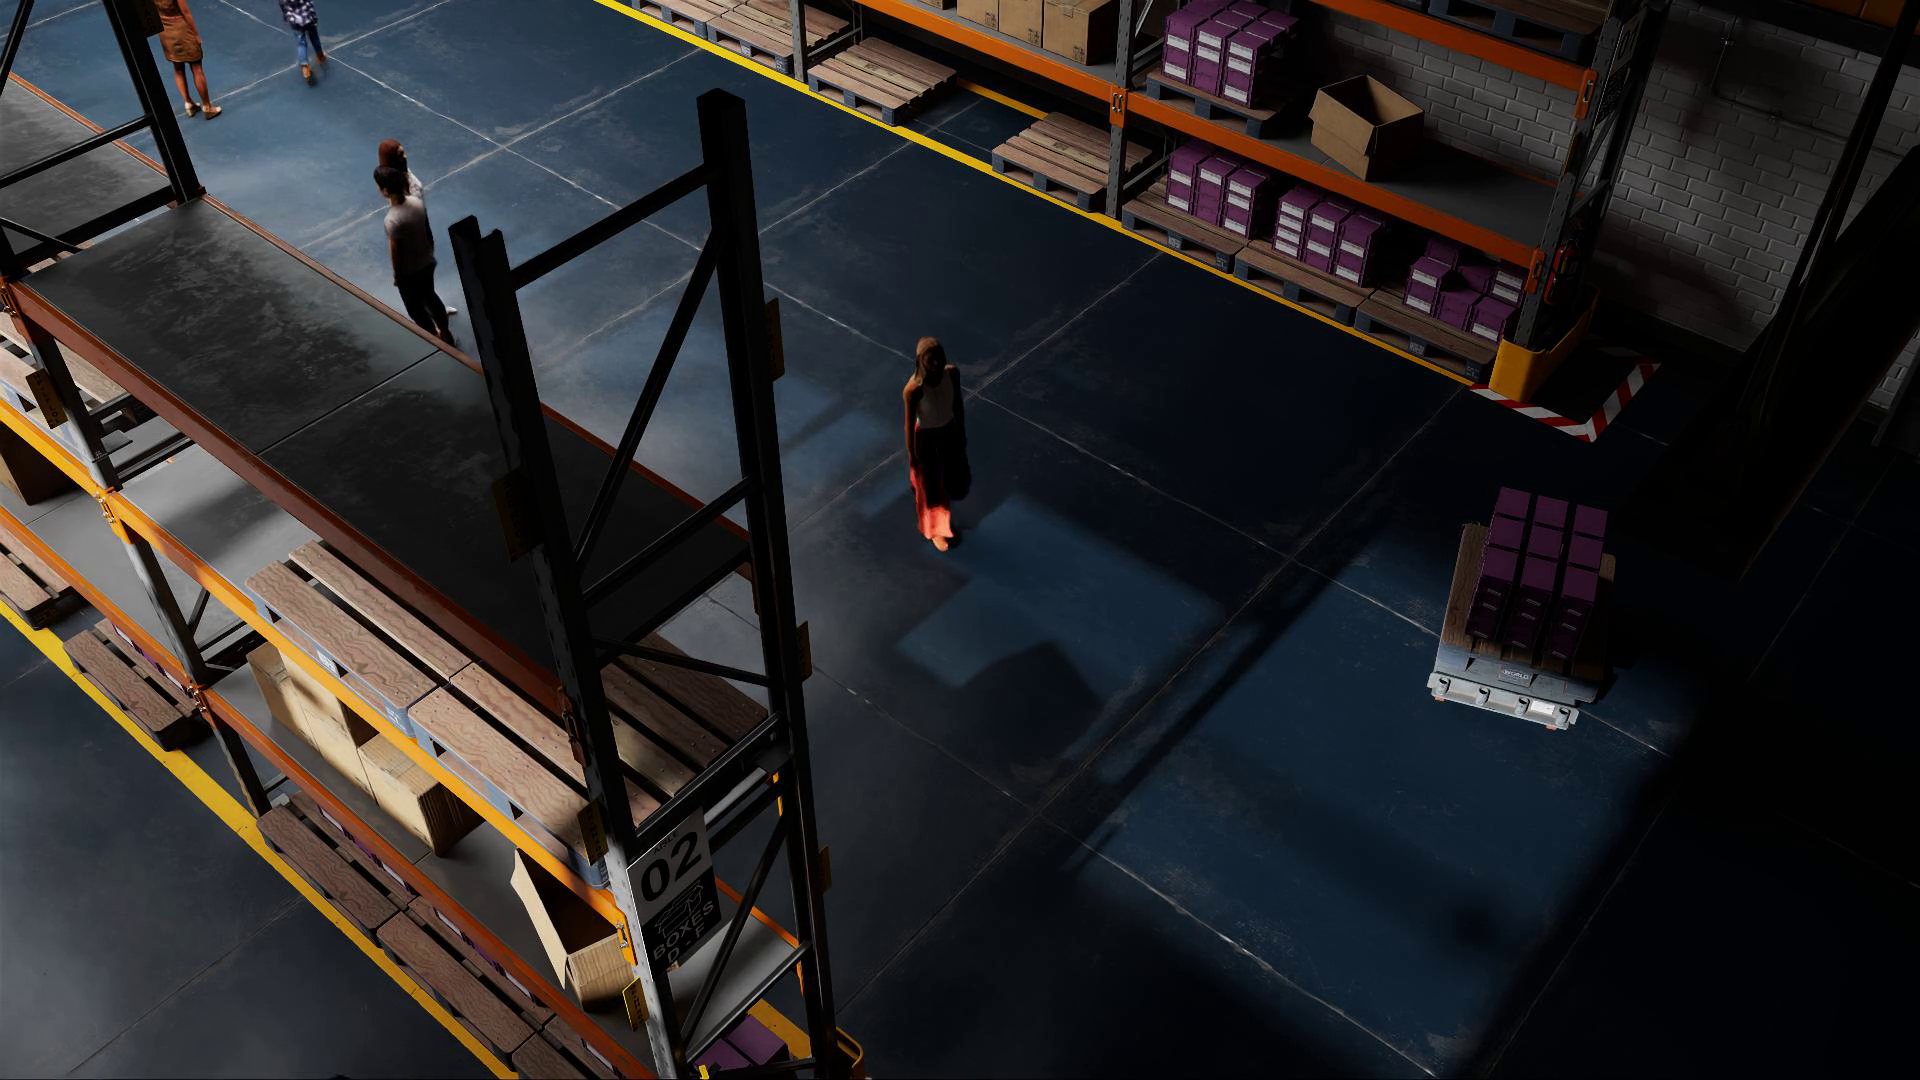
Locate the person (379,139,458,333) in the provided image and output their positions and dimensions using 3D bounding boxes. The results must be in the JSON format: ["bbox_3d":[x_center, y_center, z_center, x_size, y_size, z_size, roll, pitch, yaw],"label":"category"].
[{"bbox_3d":[-4.482,-2.515,13.651,0.684,1.728,0.651,1,44,1],"label":"person"}]

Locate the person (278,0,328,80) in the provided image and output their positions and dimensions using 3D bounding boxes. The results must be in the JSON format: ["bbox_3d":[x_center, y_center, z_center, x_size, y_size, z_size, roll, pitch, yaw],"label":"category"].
[{"bbox_3d":[-6.732,-5.291,16.930,0.814,1.226,0.904,-6,44,-7],"label":"person"}]

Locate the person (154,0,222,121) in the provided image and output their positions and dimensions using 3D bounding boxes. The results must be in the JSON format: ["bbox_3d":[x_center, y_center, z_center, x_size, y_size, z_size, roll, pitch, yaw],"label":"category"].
[{"bbox_3d":[-7.619,-4.916,16.203,0.583,1.686,0.694,10,45,10],"label":"person"}]

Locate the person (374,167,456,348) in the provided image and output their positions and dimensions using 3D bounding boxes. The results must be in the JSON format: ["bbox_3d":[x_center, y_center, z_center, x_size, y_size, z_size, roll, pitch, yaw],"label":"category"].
[{"bbox_3d":[-4.363,-2.203,13.341,0.766,1.705,0.773,12,45,13],"label":"person"}]

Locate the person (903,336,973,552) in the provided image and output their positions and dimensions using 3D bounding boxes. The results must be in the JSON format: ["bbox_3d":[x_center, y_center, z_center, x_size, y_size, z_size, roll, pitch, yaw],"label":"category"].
[{"bbox_3d":[-0.232,-0.739,11.742,0.768,1.792,0.882,-26,49,-25],"label":"person"}]
